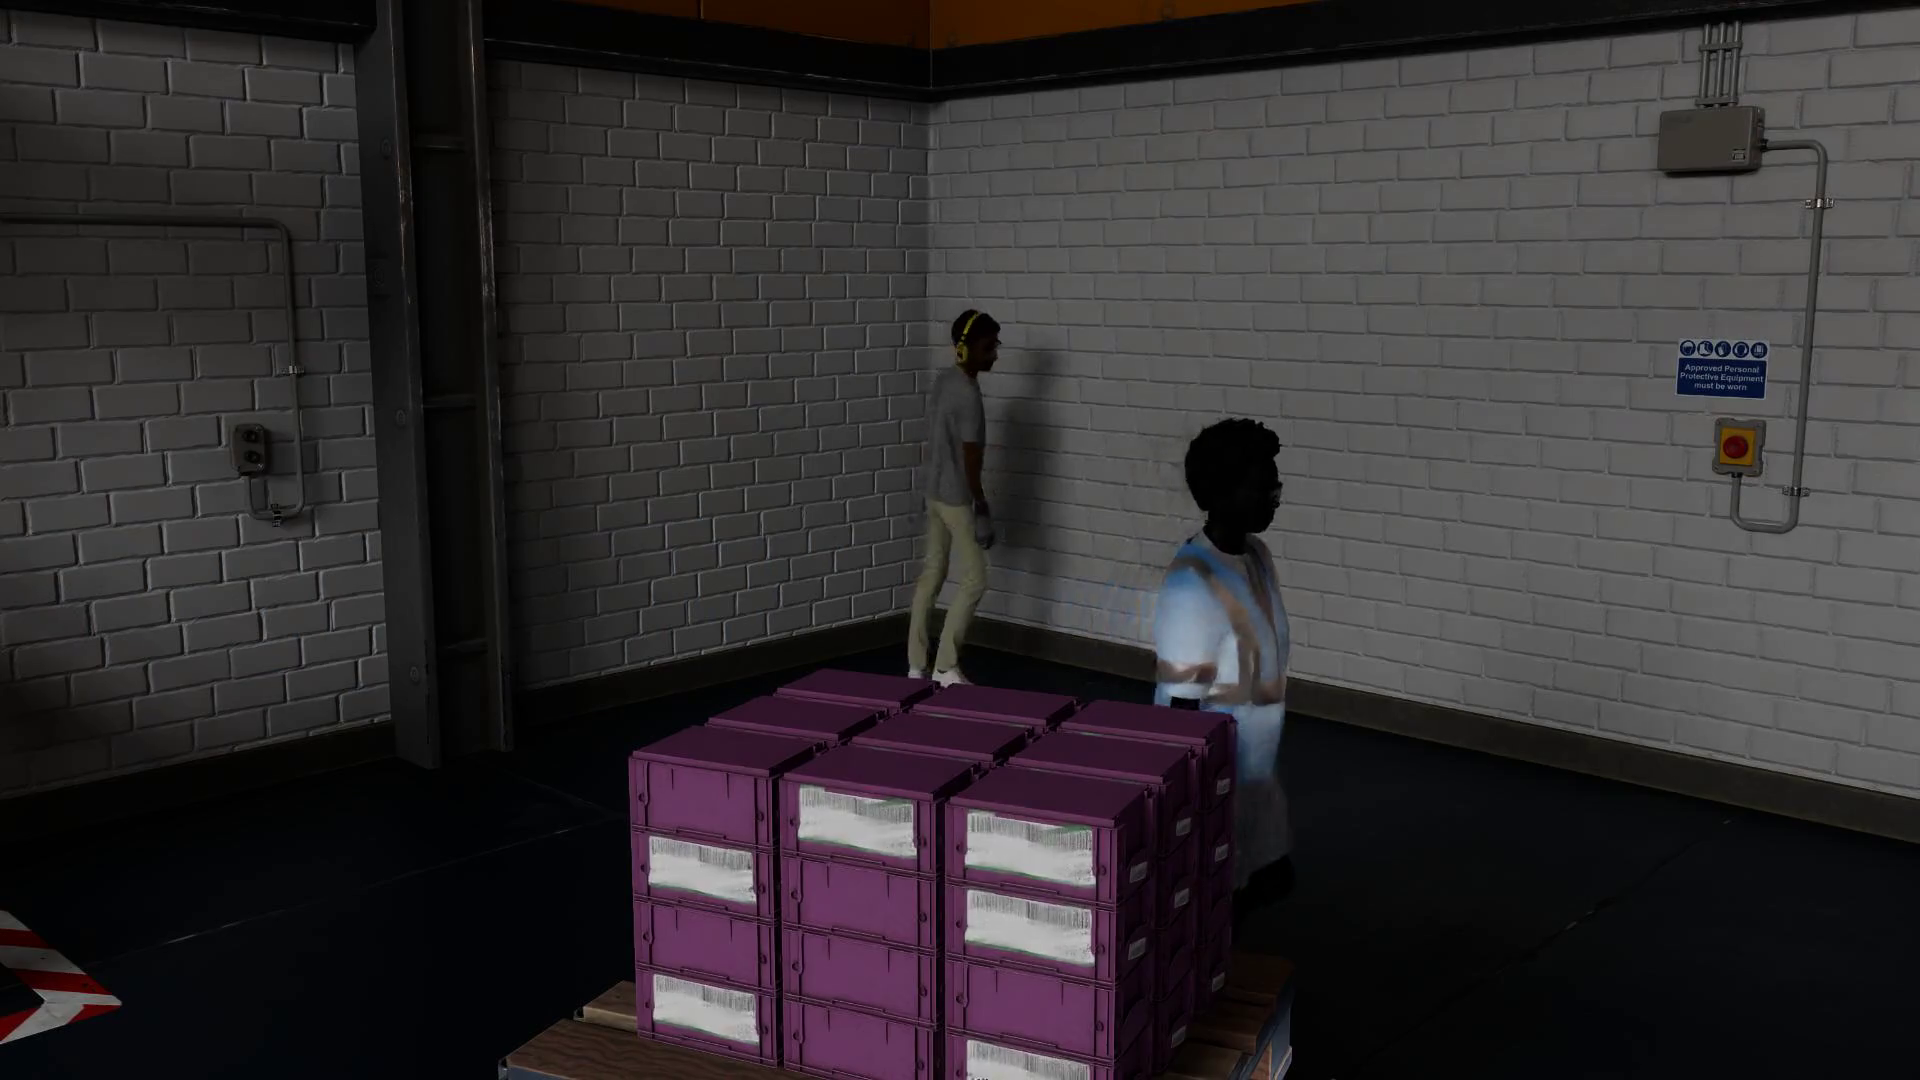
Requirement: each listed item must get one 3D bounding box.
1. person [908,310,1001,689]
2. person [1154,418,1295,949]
[{"bbox_3d":[-0.050,-0.168,7.917,0.432,1.835,0.599,-3,10,-17],"label":"person"},{"bbox_3d":[0.599,0.536,4.023,0.428,1.676,0.546,5,10,26],"label":"person"}]
